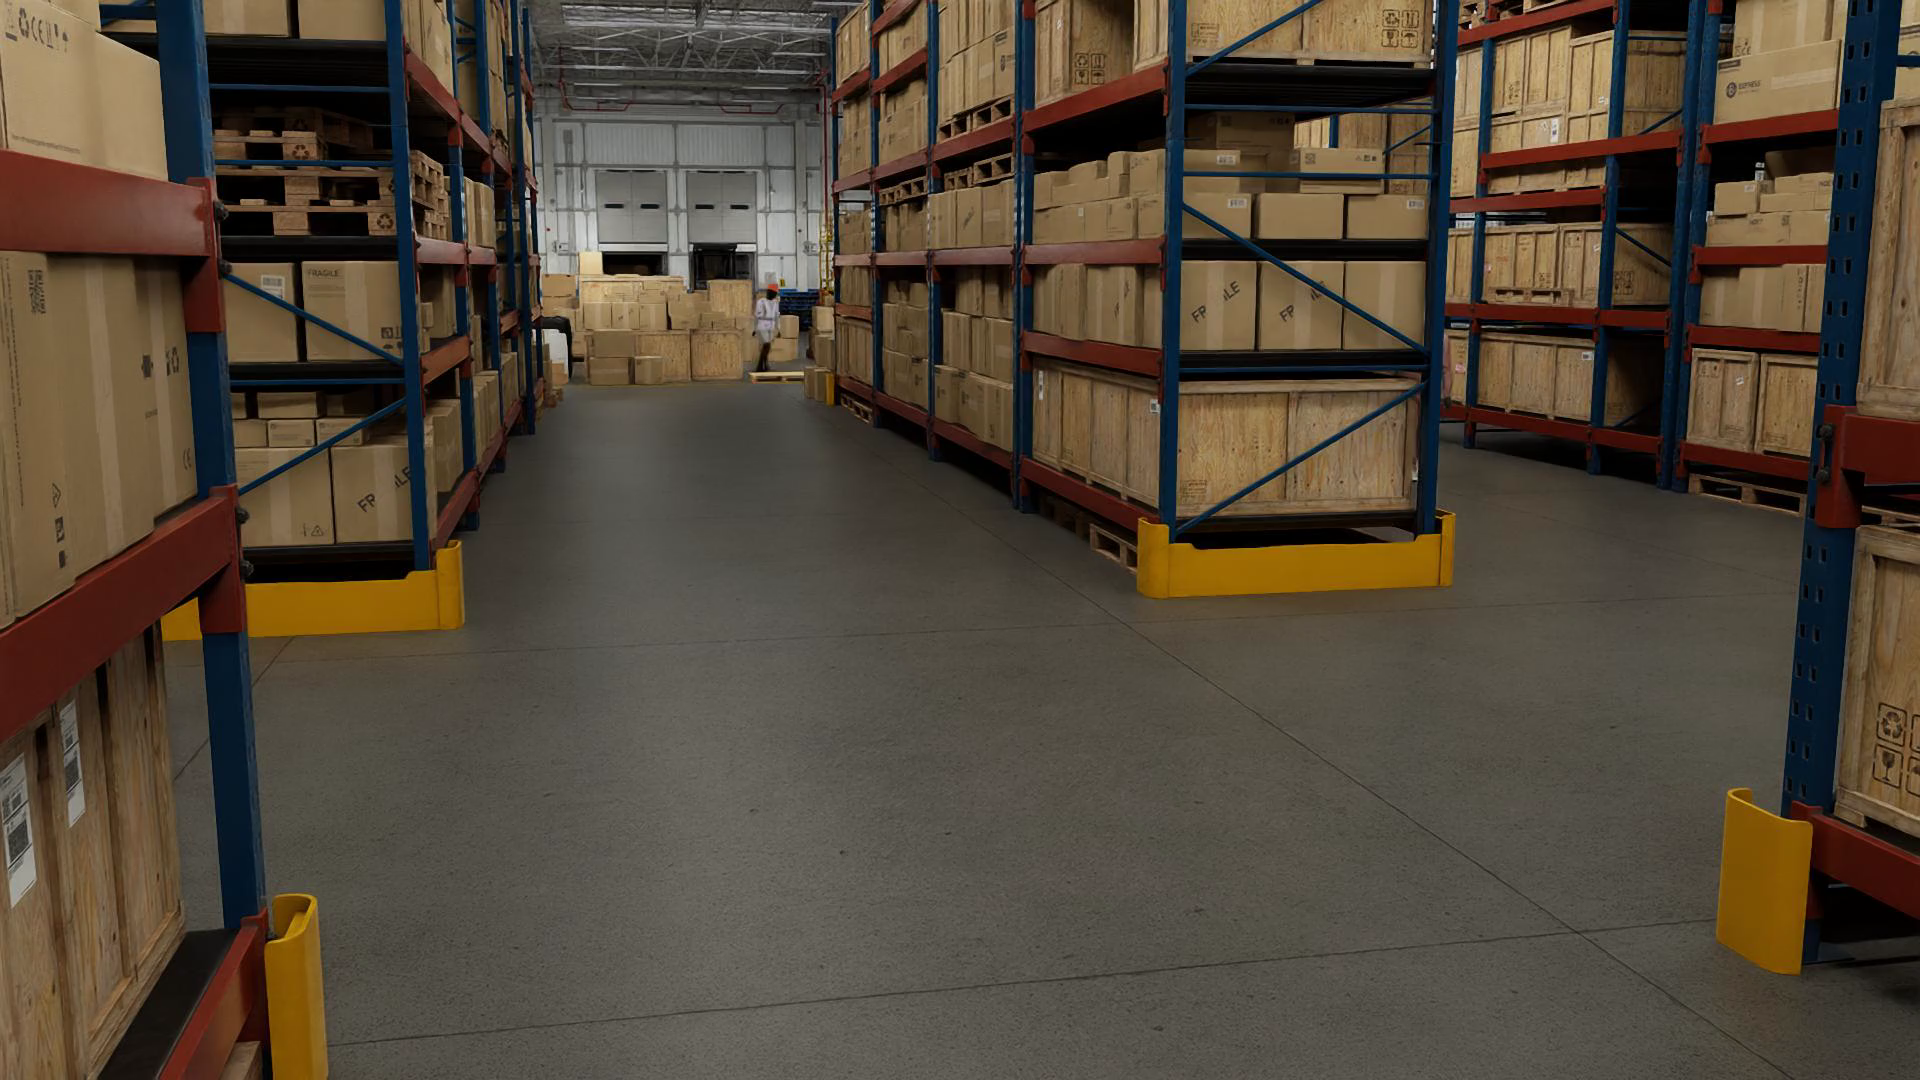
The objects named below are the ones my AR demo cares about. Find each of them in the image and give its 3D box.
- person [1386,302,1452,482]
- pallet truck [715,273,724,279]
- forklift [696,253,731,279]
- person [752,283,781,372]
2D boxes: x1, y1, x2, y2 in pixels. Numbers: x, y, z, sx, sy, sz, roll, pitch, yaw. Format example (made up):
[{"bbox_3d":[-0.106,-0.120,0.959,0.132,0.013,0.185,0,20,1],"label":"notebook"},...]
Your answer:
[{"bbox_3d":[4.818,-1.579,17.517,0.665,1.881,0.900,1,9,5],"label":"person"},{"bbox_3d":[-8.580,-8.986,62.280,1.885,1.965,0.823,1,9,5],"label":"pallet truck"},{"bbox_3d":[-6.403,-6.321,43.352,1.129,2.768,1.873,-2,10,-12],"label":"forklift"},{"bbox_3d":[-3.999,-4.382,34.532,0.772,1.885,0.560,8,12,39],"label":"person"}]
